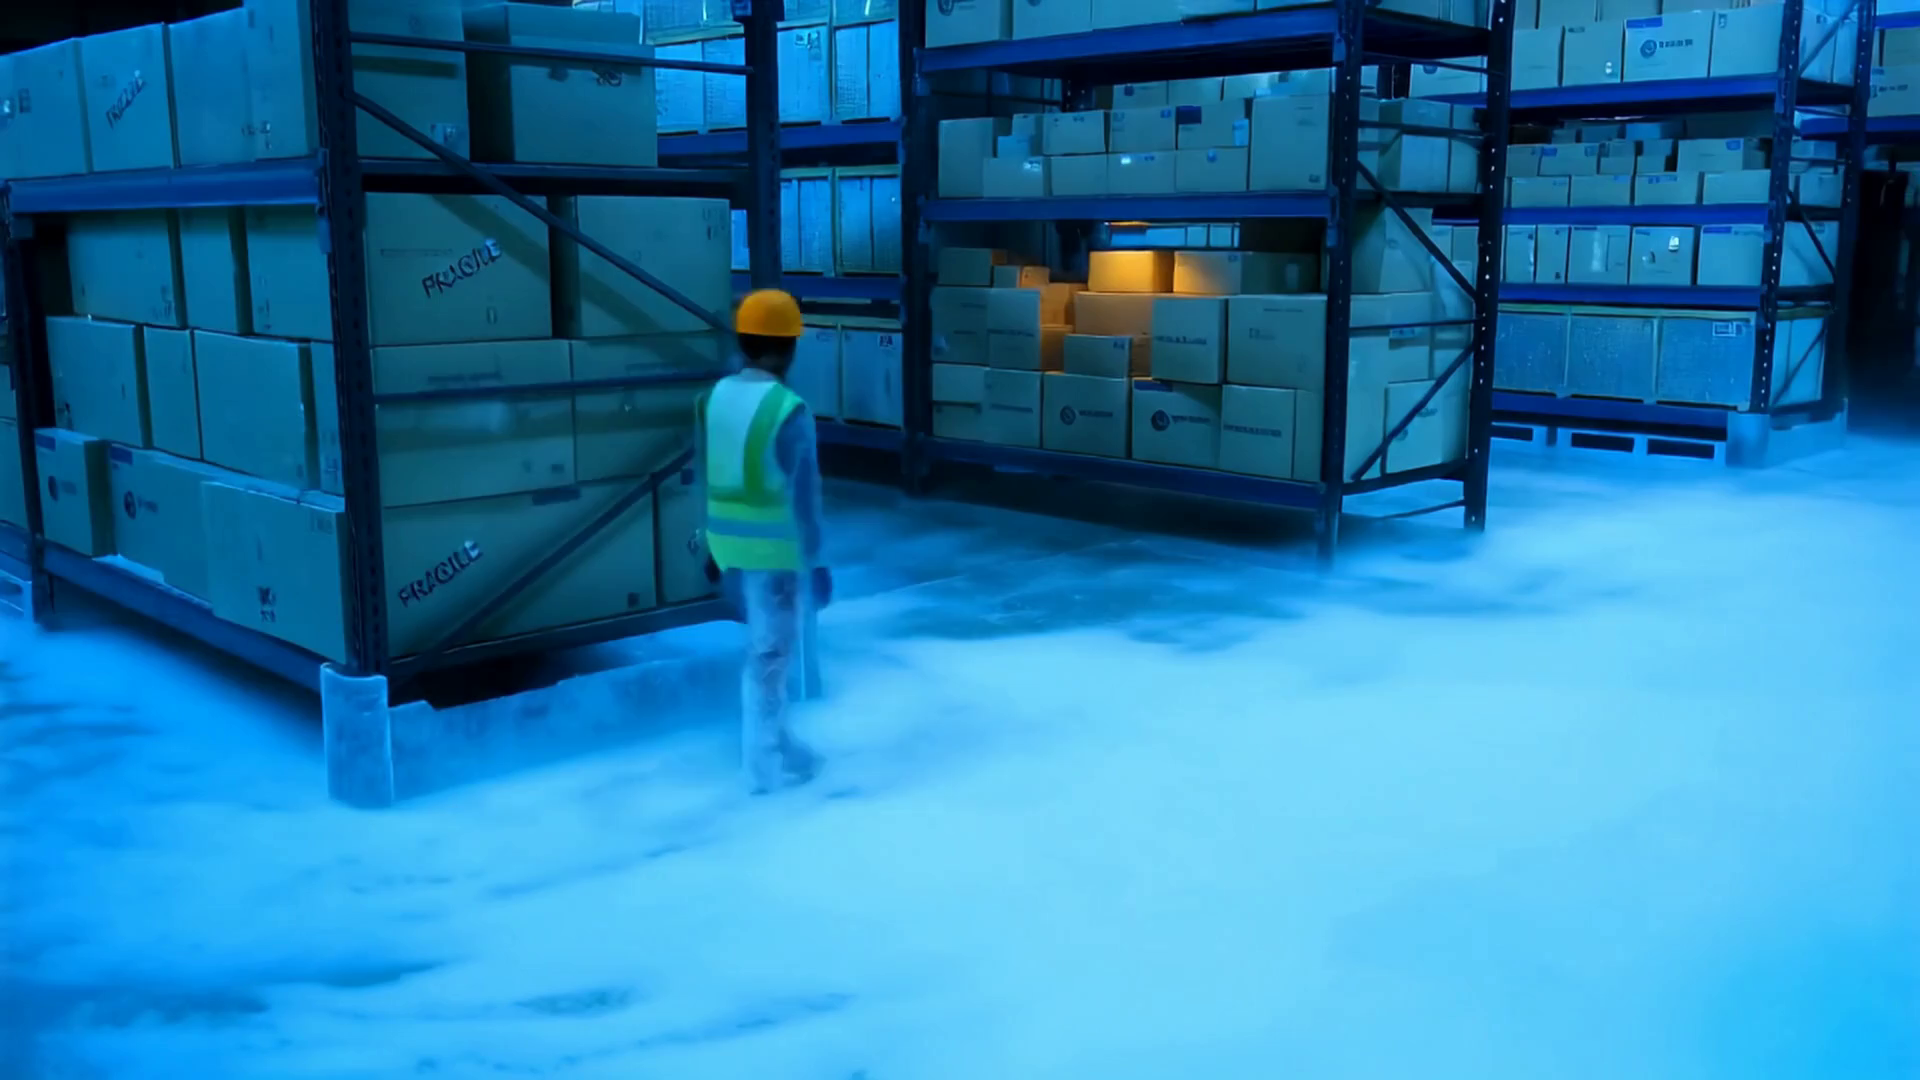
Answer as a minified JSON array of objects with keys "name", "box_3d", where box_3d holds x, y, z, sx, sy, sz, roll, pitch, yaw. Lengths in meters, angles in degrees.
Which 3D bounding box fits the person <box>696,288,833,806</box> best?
[{"name":"person","box_3d":[-0.686,0.034,6.239,0.520,1.933,0.642,-9,14,-41]}]

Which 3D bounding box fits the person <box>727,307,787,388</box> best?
[{"name":"person","box_3d":[-1.329,-0.579,10.209,0.510,1.691,0.887,-4,11,-23]}]

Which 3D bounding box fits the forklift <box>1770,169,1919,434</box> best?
[{"name":"forklift","box_3d":[9.983,-2.656,18.337,1.129,2.768,1.873,-10,14,-44]}]
